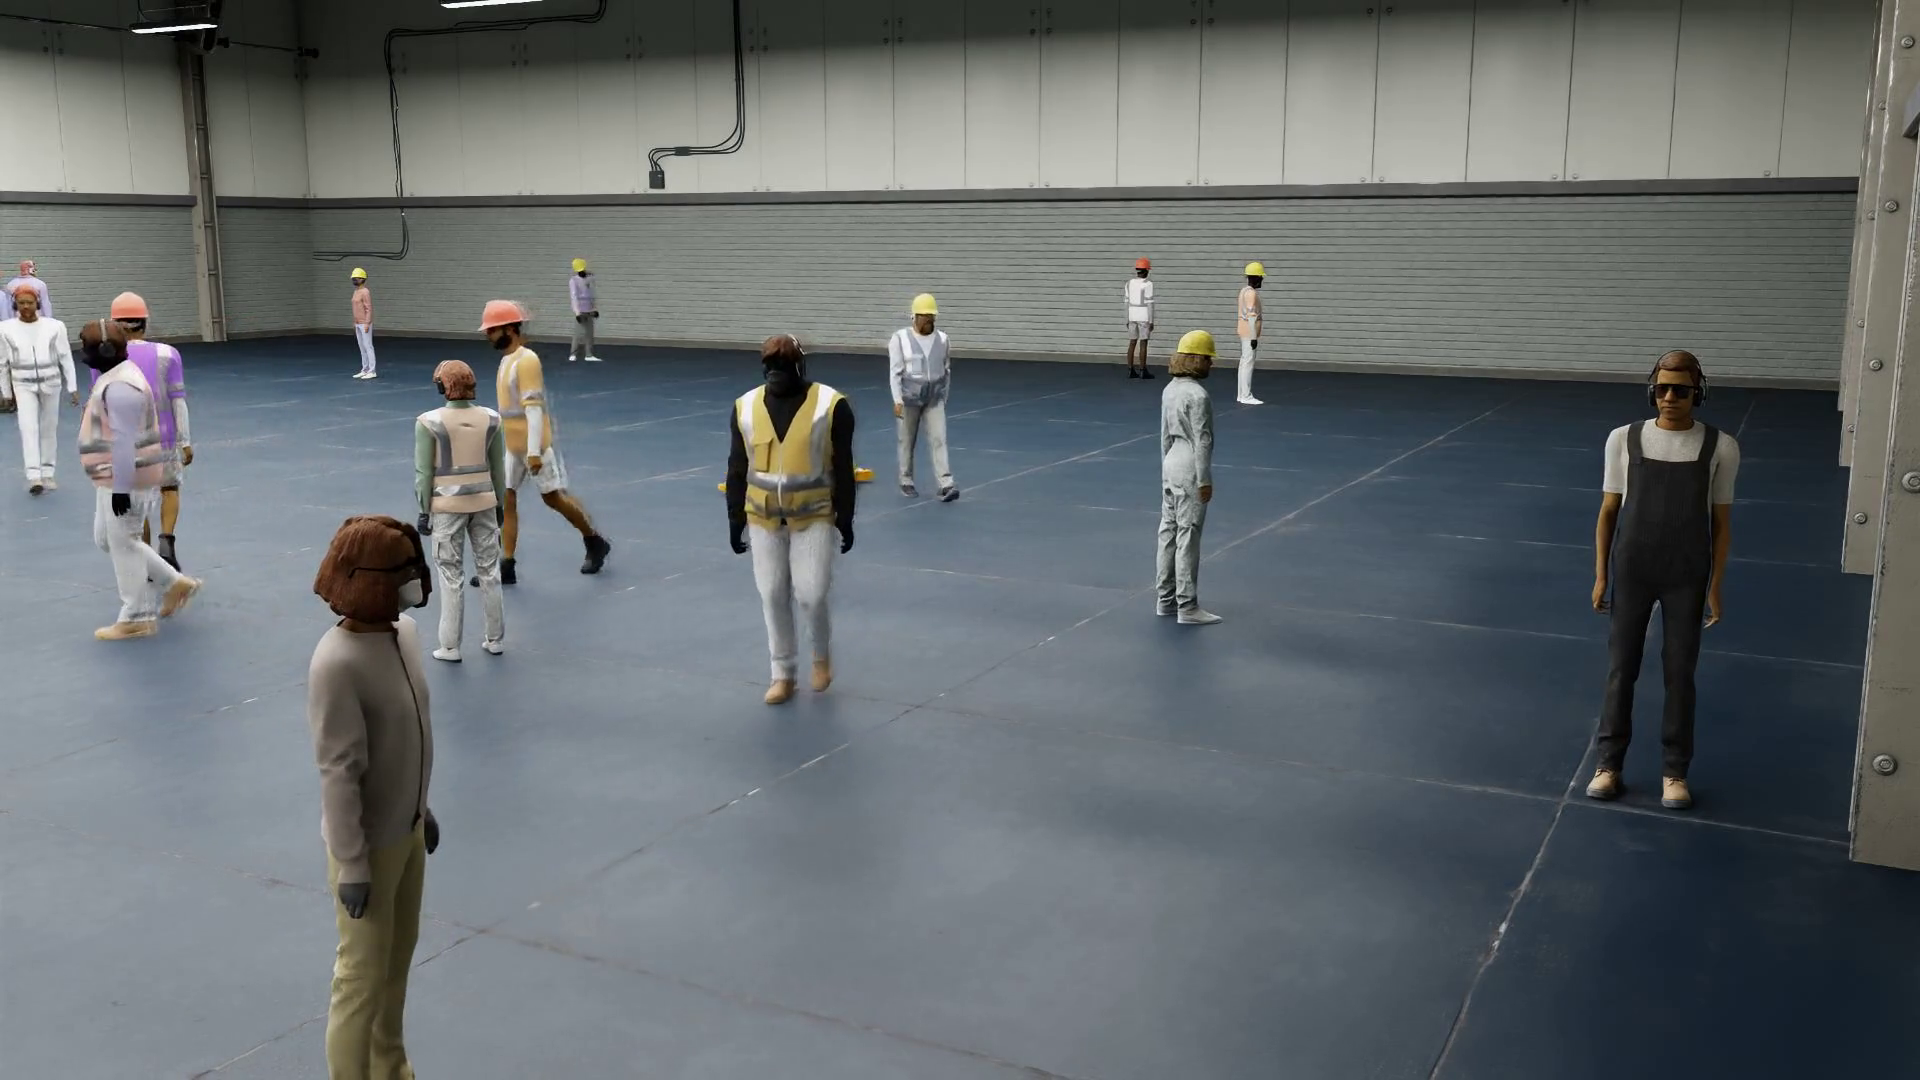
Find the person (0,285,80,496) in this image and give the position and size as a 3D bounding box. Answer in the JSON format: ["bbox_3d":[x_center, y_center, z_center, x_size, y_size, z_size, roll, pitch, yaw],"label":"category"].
[{"bbox_3d":[-8.178,-1.323,14.781,0.600,1.839,0.947,-7,12,-33],"label":"person"}]

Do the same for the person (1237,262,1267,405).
[{"bbox_3d":[3.976,-2.814,22.696,0.367,1.926,0.594,0,10,0],"label":"person"}]

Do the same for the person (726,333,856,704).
[{"bbox_3d":[-0.837,-0.097,8.157,0.648,1.824,0.453,2,11,11],"label":"person"}]

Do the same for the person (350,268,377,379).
[{"bbox_3d":[-9.616,-3.474,26.730,0.304,1.770,0.533,-9,14,-40],"label":"person"}]

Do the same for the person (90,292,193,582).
[{"bbox_3d":[-5.402,-0.670,11.014,0.574,1.924,0.415,-5,11,-23],"label":"person"}]

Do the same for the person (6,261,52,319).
[{"bbox_3d":[-14.454,-3.394,25.941,0.639,1.901,0.406,0,10,1],"label":"person"}]

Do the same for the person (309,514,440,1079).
[{"bbox_3d":[-1.426,0.739,4.123,0.268,1.632,0.507,0,10,2],"label":"person"}]

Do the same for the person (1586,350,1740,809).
[{"bbox_3d":[2.825,0.159,6.711,0.508,1.846,0.345,5,11,24],"label":"person"}]

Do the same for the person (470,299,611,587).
[{"bbox_3d":[-2.796,-0.655,11.063,0.954,1.888,0.617,-7,12,-32],"label":"person"}]

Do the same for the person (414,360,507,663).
[{"bbox_3d":[-2.689,-0.157,9.014,0.513,1.634,0.311,-10,14,-43],"label":"person"}]

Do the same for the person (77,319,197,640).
[{"bbox_3d":[-4.753,-0.343,9.503,0.489,1.830,0.638,-6,12,-29],"label":"person"}]

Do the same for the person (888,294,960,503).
[{"bbox_3d":[-0.310,-1.212,14.344,0.598,1.784,0.923,-4,11,-20],"label":"person"}]

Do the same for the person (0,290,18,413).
[{"bbox_3d":[-12.497,-2.602,21.515,0.373,1.934,0.551,-2,11,-12],"label":"person"}]

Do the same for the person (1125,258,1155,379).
[{"bbox_3d":[2.902,-3.550,26.684,0.377,1.936,0.549,-10,14,-43],"label":"person"}]

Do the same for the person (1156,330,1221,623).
[{"bbox_3d":[1.374,-0.375,9.920,0.312,1.737,0.483,-4,11,-20],"label":"person"}]

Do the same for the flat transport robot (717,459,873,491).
[{"bbox_3d":[-1.483,-0.597,15.127,0.652,0.197,1.431,7,12,34],"label":"flat transport robot"}]

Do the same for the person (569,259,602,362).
[{"bbox_3d":[-6.860,-4.163,30.222,0.409,1.879,0.696,5,12,27],"label":"person"}]
